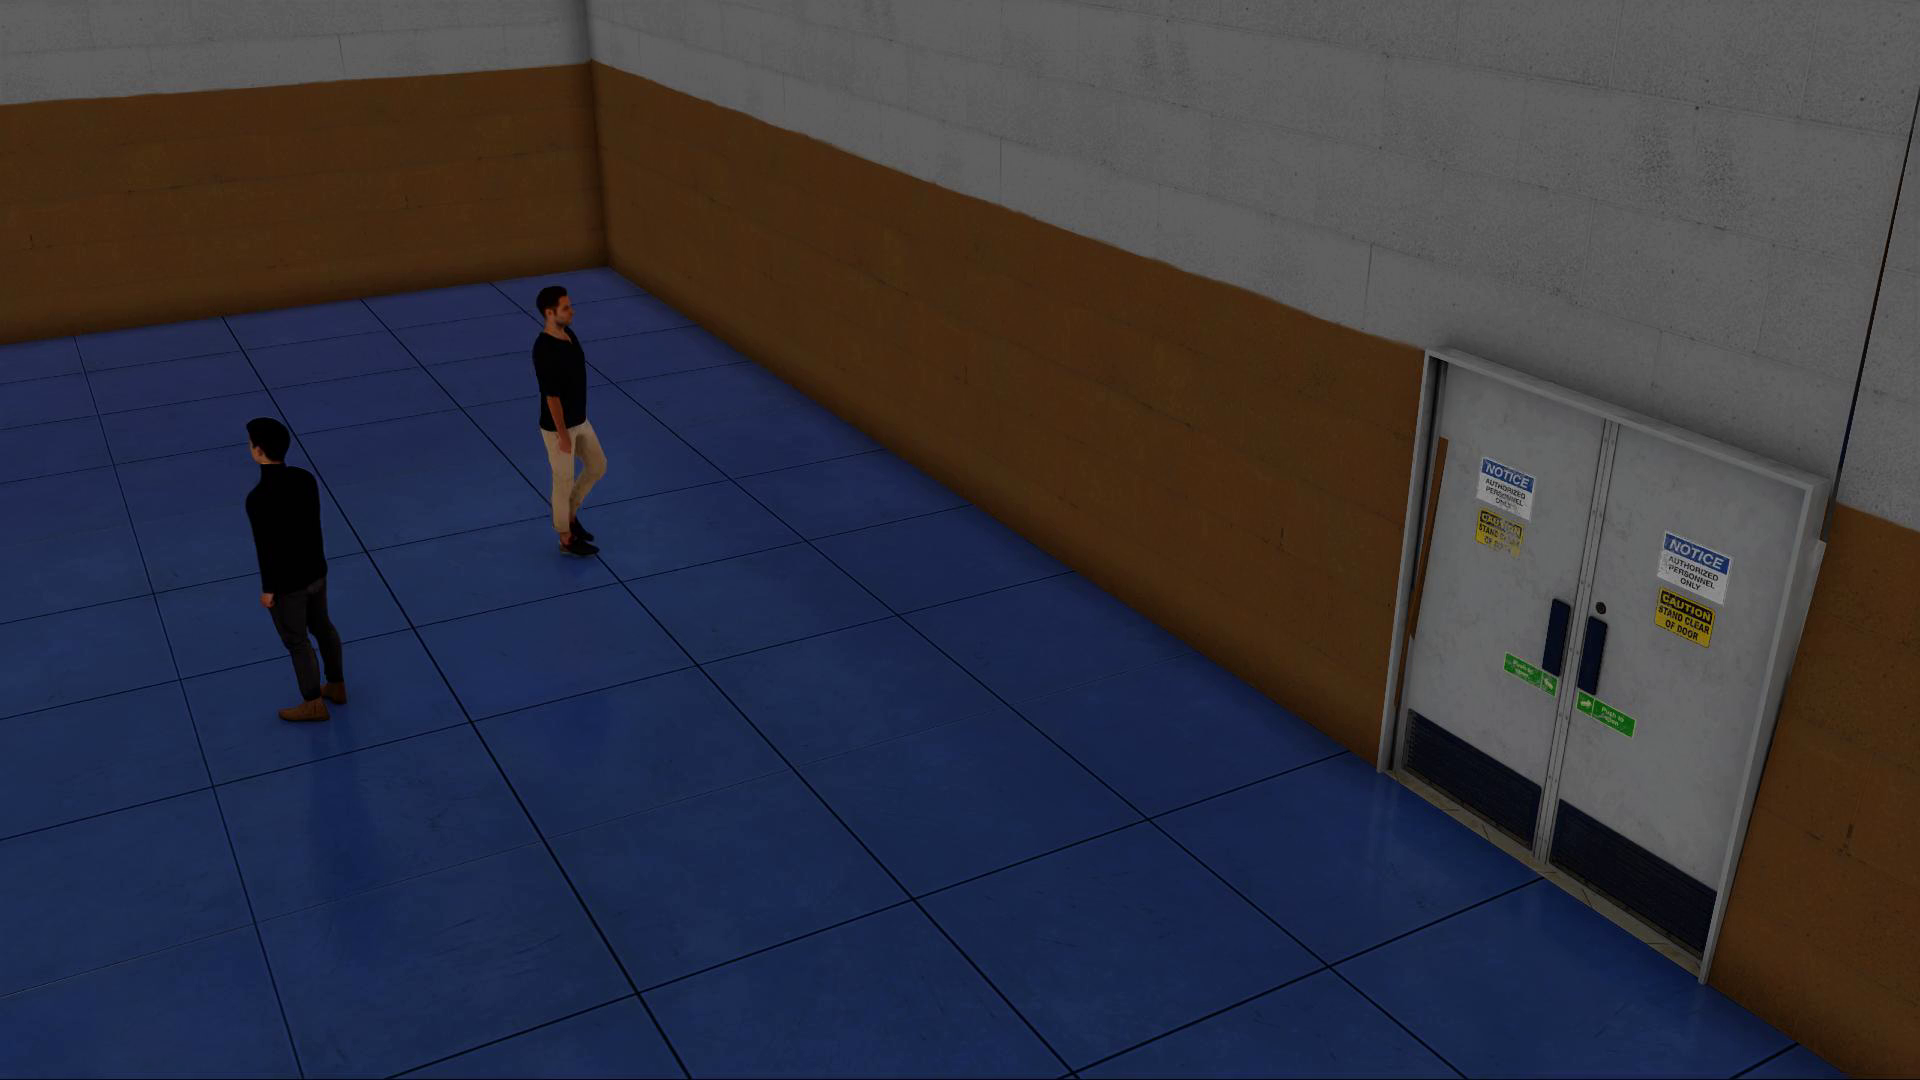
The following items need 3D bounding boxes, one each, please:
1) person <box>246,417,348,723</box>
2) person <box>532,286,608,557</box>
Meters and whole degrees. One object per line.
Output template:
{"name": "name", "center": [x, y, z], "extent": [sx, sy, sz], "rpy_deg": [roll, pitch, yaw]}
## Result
{"name": "person", "center": [-3.594, 0.159, 8.967], "extent": [0.775, 1.722, 0.702], "rpy_deg": [7, 25, 16]}
{"name": "person", "center": [-2.668, -0.767, 10.897], "extent": [0.832, 1.847, 0.791], "rpy_deg": [3, 24, 8]}
